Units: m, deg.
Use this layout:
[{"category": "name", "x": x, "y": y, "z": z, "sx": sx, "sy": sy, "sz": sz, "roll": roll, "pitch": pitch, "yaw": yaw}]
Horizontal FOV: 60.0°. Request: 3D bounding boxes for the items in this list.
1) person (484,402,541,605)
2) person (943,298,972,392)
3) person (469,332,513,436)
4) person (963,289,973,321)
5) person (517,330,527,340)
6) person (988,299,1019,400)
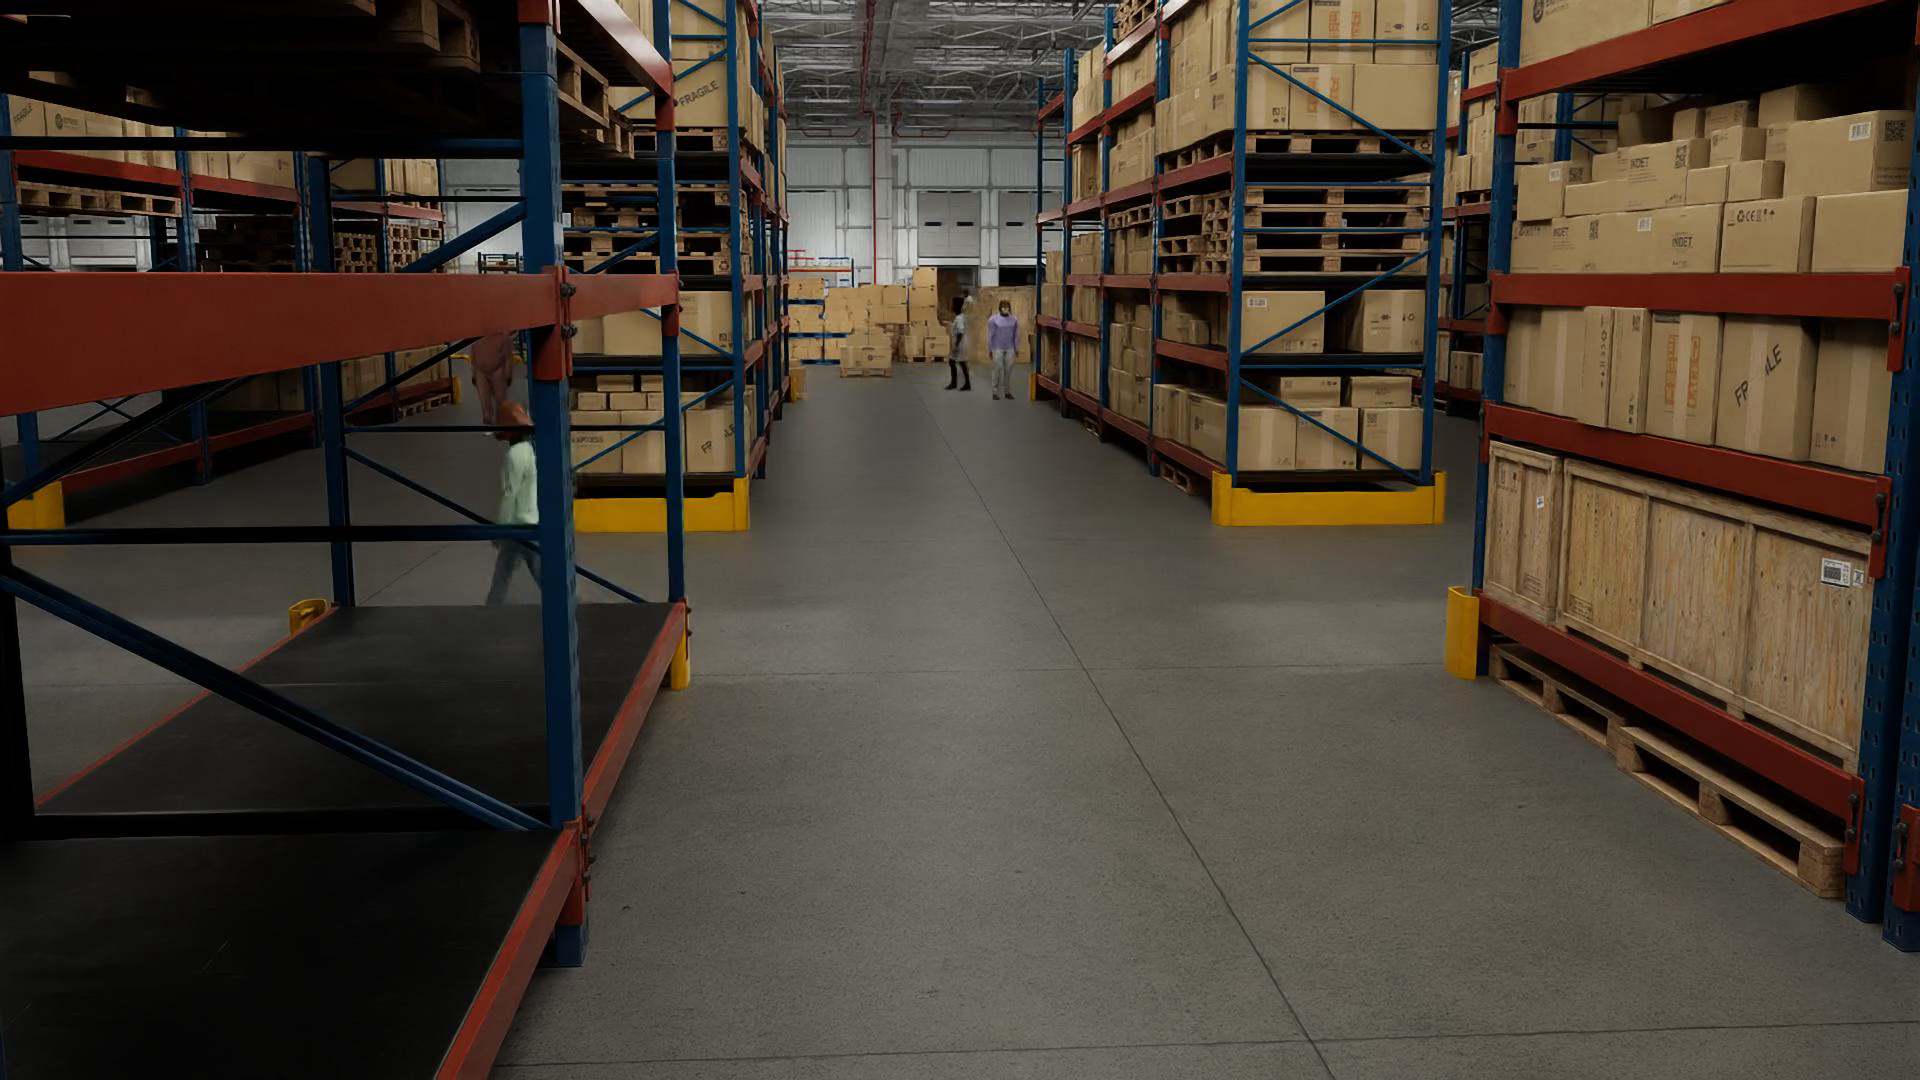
[{"category": "person", "x": -2.910, "y": -0.091, "z": 10.713, "sx": 0.839, "sy": 1.582, "sz": 0.524, "roll": -2, "pitch": 9, "yaw": -10}, {"category": "person", "x": -0.087, "y": -4.025, "z": 34.316, "sx": 0.763, "sy": 1.941, "sz": 0.631, "roll": 0, "pitch": 9, "yaw": -2}, {"category": "person", "x": -7.046, "y": -2.515, "z": 25.050, "sx": 0.641, "sy": 1.891, "sz": 0.593, "roll": 0, "pitch": 9, "yaw": 3}, {"category": "person", "x": 0.155, "y": -7.890, "z": 58.722, "sx": 0.810, "sy": 1.913, "sz": 0.634, "roll": -2, "pitch": 9, "yaw": -11}, {"category": "person", "x": -16.281, "y": -8.451, "z": 61.961, "sx": 0.612, "sy": 1.996, "sz": 0.389, "roll": -4, "pitch": 10, "yaw": -25}, {"category": "person", "x": 0.841, "y": -3.673, "z": 32.145, "sx": 0.634, "sy": 1.936, "sz": 0.351, "roll": -3, "pitch": 10, "yaw": -21}]
